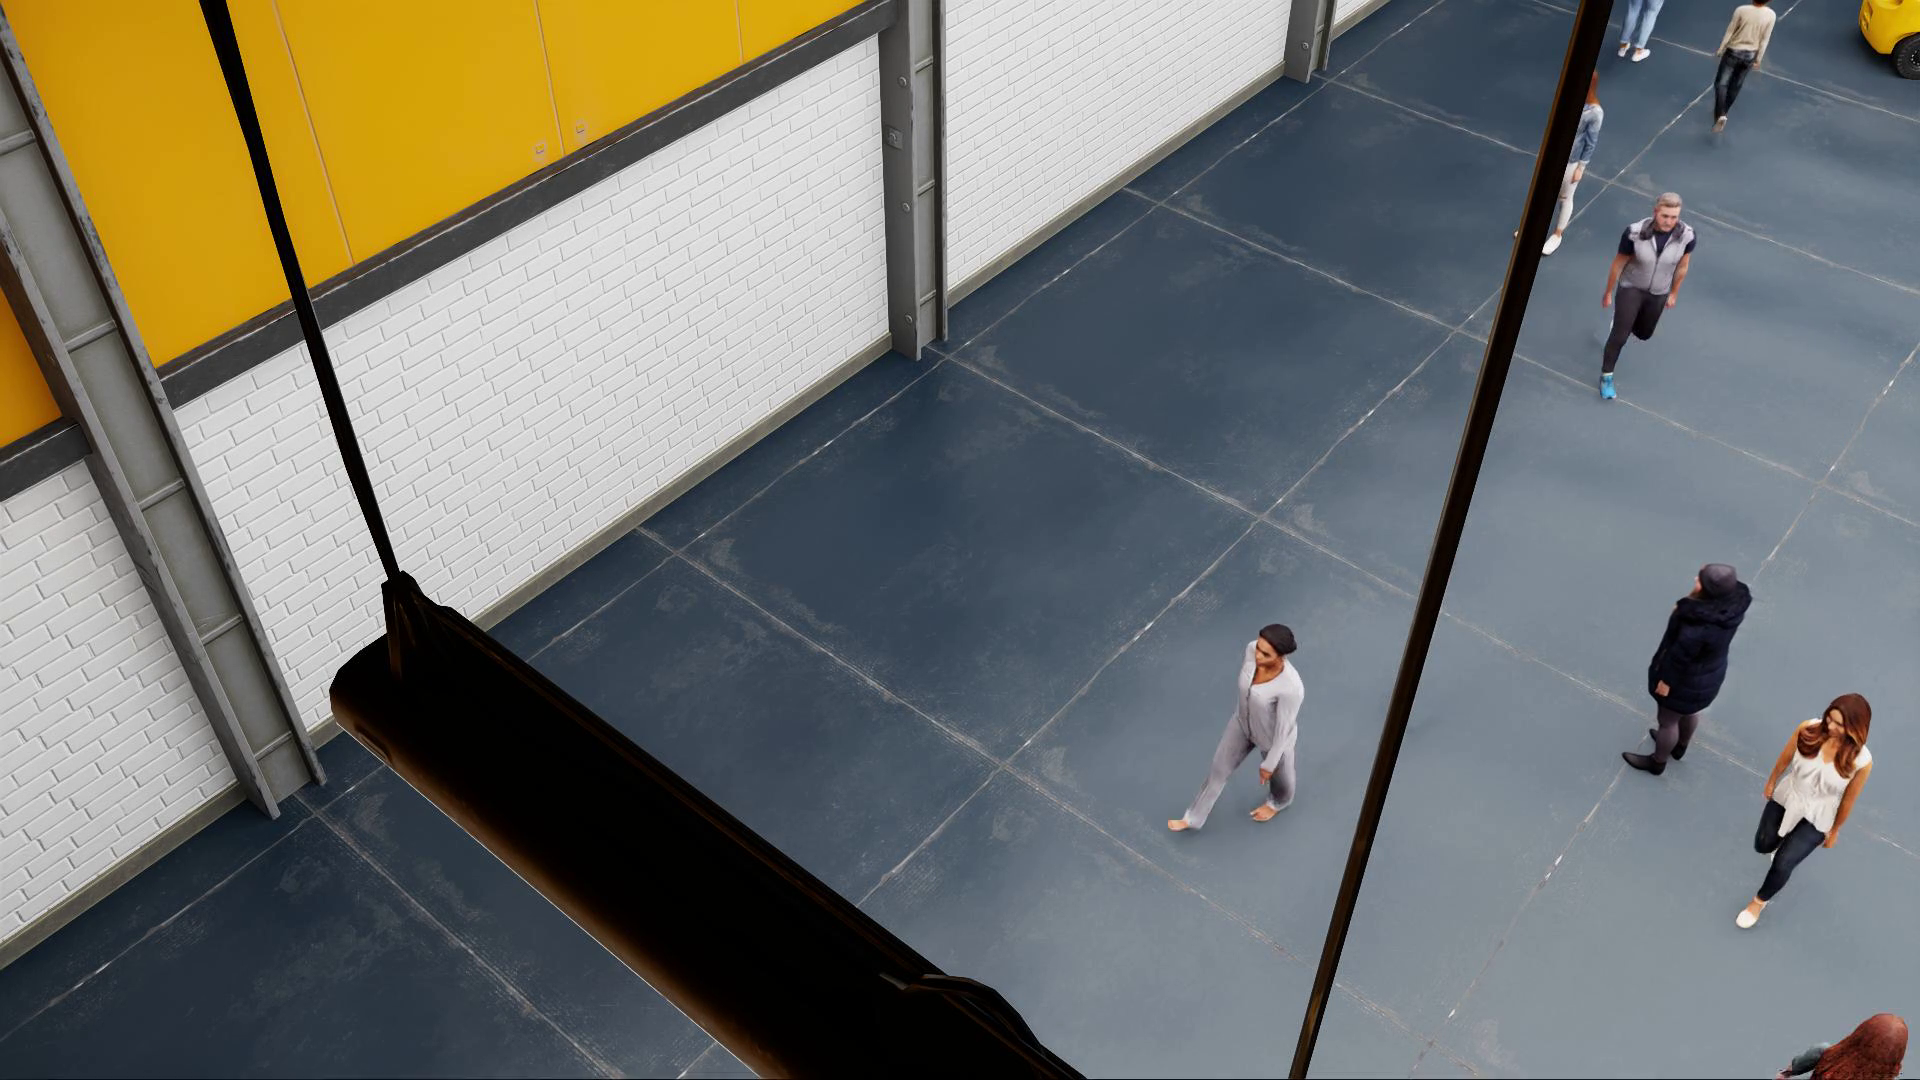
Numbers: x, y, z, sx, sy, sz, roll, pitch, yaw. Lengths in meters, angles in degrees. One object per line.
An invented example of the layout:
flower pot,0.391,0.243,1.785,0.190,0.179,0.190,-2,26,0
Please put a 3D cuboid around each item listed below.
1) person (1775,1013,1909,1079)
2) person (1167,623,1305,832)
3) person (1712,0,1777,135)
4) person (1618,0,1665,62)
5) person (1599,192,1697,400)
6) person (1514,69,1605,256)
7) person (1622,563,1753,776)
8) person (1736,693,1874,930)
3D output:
person,3.964,2.844,7.763,0.619,1.693,1.145,25,49,24
person,1.826,1.065,9.627,1.141,1.697,0.858,-23,48,-23
person,7.355,-4.541,15.690,0.805,1.450,0.978,9,44,9
person,6.897,-5.631,16.636,0.631,1.724,0.560,31,51,28
person,5.187,-1.947,12.720,1.013,1.793,1.113,5,44,5
person,5.169,-3.250,14.154,0.616,1.700,0.666,-24,48,-23
person,4.384,0.771,9.955,0.622,1.670,0.763,-31,52,-29
person,4.700,1.434,9.190,0.912,1.766,0.683,-33,52,-29
